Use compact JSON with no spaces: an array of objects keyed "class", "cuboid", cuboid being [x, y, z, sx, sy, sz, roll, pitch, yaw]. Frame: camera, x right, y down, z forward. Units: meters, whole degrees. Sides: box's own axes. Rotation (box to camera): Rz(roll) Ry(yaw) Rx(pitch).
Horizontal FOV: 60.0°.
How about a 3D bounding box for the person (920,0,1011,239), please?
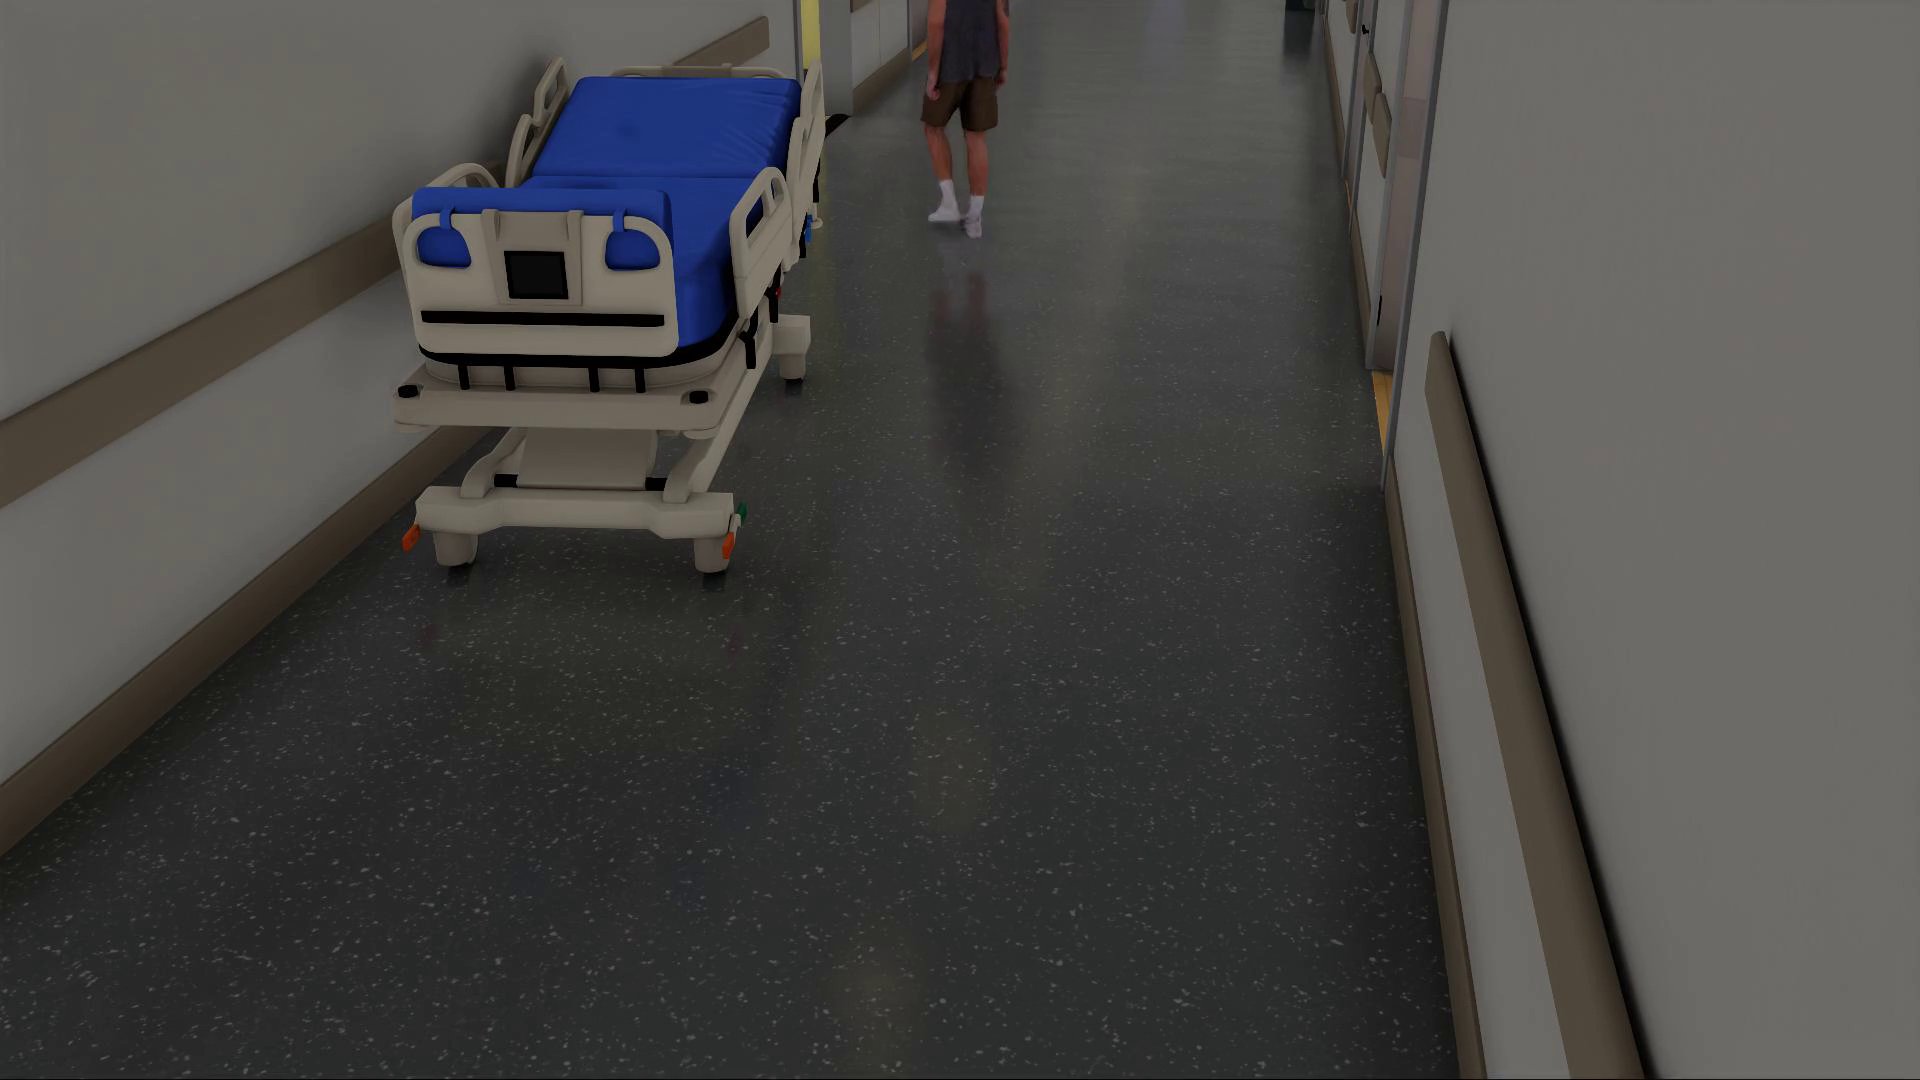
[{"class":"person","cuboid":[0.049,-2.497,8.823,0.769,1.831,0.864,-10,27,-19]}]
